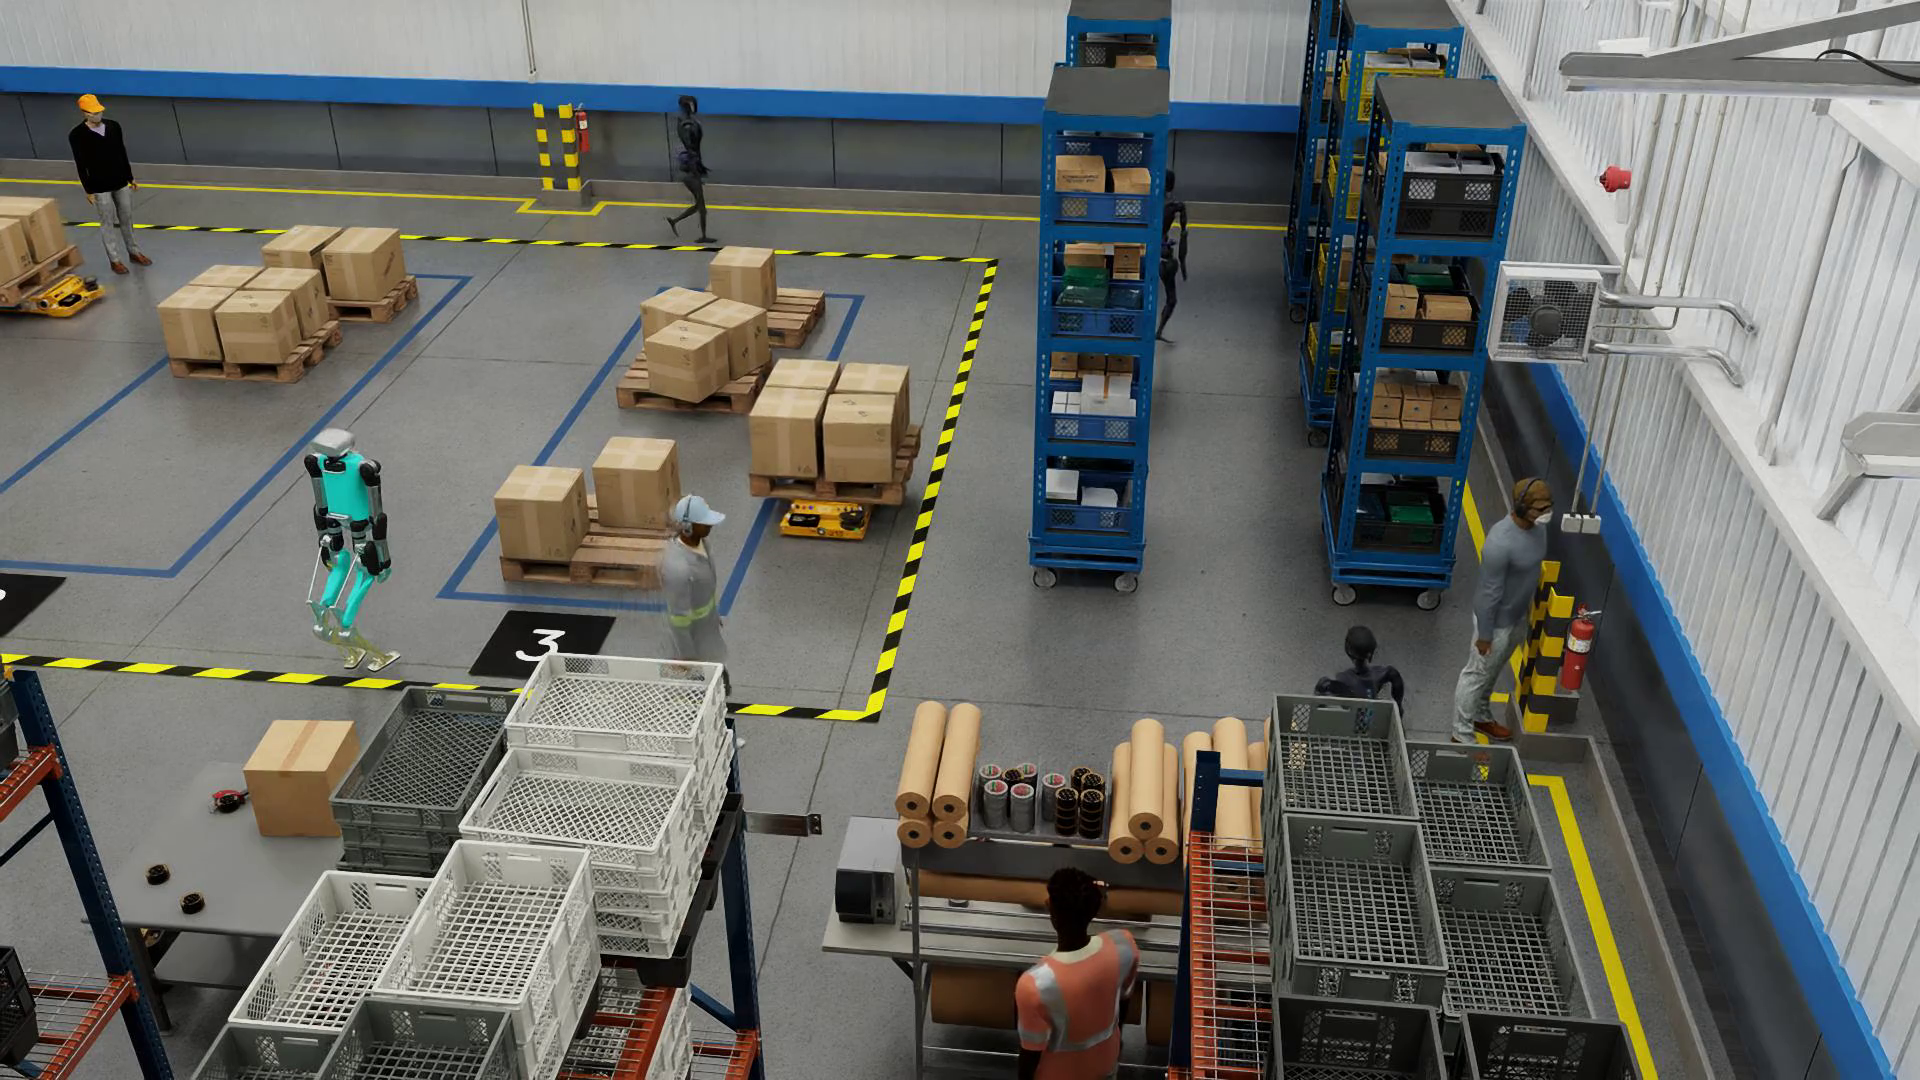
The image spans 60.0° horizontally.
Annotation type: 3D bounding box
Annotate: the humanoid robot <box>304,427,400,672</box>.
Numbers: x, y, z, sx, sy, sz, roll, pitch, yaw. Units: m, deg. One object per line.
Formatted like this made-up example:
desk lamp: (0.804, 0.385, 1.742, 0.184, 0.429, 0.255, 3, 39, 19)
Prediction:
humanoid robot: (-4.055, 0.150, 10.823, 0.533, 1.677, 0.735, 9, 31, 16)

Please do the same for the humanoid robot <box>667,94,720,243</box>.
humanoid robot: (-2.987, -4.075, 18.276, 0.522, 1.640, 0.589, -2, 30, -3)

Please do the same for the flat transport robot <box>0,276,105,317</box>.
flat transport robot: (-9.606, -2.525, 16.983, 1.431, 0.197, 0.652, 3, 30, 6)

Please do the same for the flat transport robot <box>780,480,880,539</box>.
flat transport robot: (-0.985, -0.457, 13.431, 0.652, 0.197, 1.431, 4, 30, 6)

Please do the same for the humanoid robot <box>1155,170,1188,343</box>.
humanoid robot: (1.881, -2.703, 15.921, 0.618, 1.647, 0.454, 23, 37, 34)

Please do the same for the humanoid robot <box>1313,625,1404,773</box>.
humanoid robot: (2.179, 1.183, 9.243, 0.611, 1.639, 0.522, -7, 31, -12)

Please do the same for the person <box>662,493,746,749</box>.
person: (-1.570, 0.538, 10.181, 0.411, 1.841, 0.610, 4, 30, 6)

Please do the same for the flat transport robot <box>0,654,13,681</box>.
flat transport robot: (-7.142, 0.969, 11.010, 1.431, 0.231, 0.659, 3, 30, 6)

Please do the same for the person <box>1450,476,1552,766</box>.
person: (3.337, 0.466, 10.215, 0.374, 1.939, 0.627, 23, 37, 34)

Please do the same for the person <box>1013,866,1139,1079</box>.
person: (0.476, 2.214, 7.183, 0.600, 1.966, 0.369, -18, 35, -28)

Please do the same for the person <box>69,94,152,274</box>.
person: (-8.956, -3.758, 17.522, 0.379, 1.883, 0.590, 16, 34, 26)
